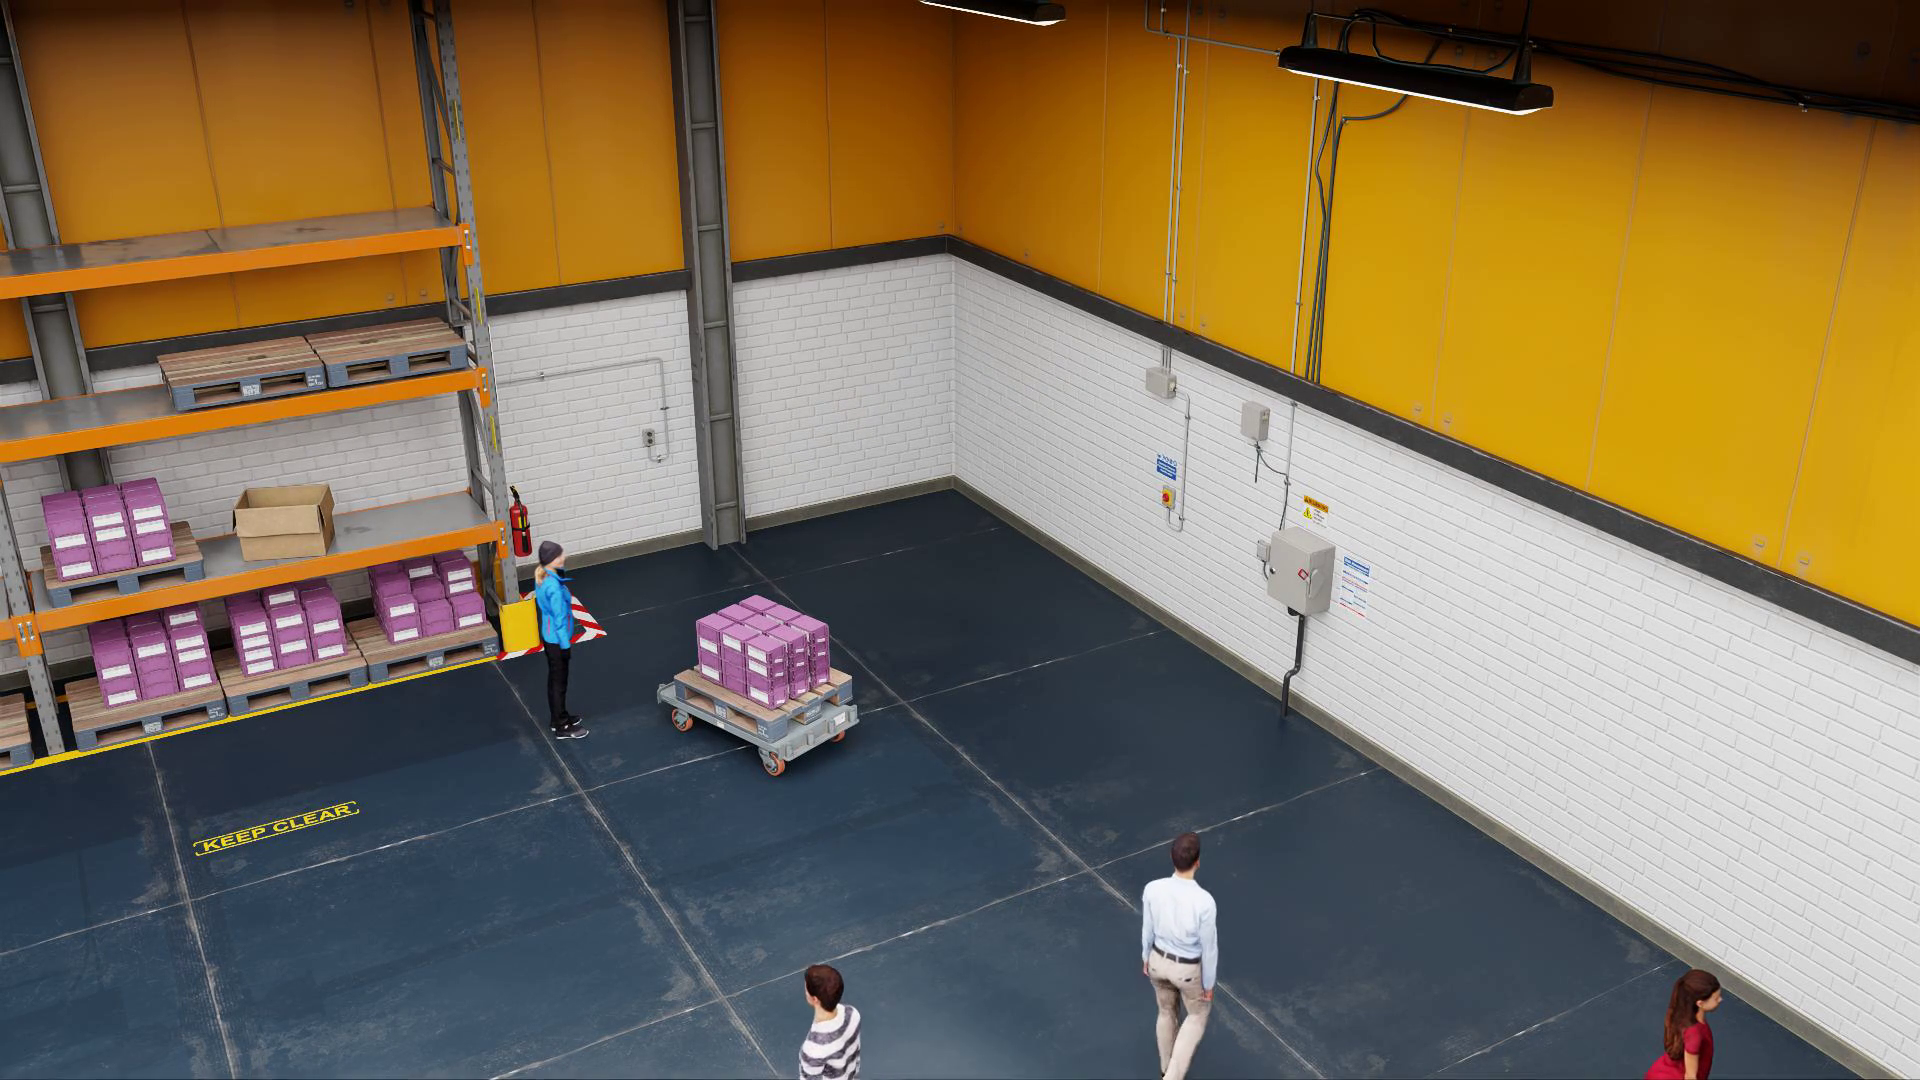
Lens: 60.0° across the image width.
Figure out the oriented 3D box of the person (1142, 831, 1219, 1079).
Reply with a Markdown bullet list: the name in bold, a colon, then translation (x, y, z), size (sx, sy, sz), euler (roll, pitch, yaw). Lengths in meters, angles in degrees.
- **person**: translation (1.300, 2.633, 10.087), size (0.922, 1.826, 1.035), euler (11, 26, 24)

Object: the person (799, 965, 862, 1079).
- **person**: translation (-0.641, 3.125, 8.959), size (1.091, 1.829, 1.084), euler (10, 25, 21)

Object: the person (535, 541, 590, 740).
- **person**: translation (-3.450, 0.847, 14.206), size (0.549, 1.800, 0.636), euler (-10, 25, -21)

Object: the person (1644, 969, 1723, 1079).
- **person**: translation (4.053, 3.080, 9.407), size (0.739, 1.553, 0.679), euler (4, 24, 9)
